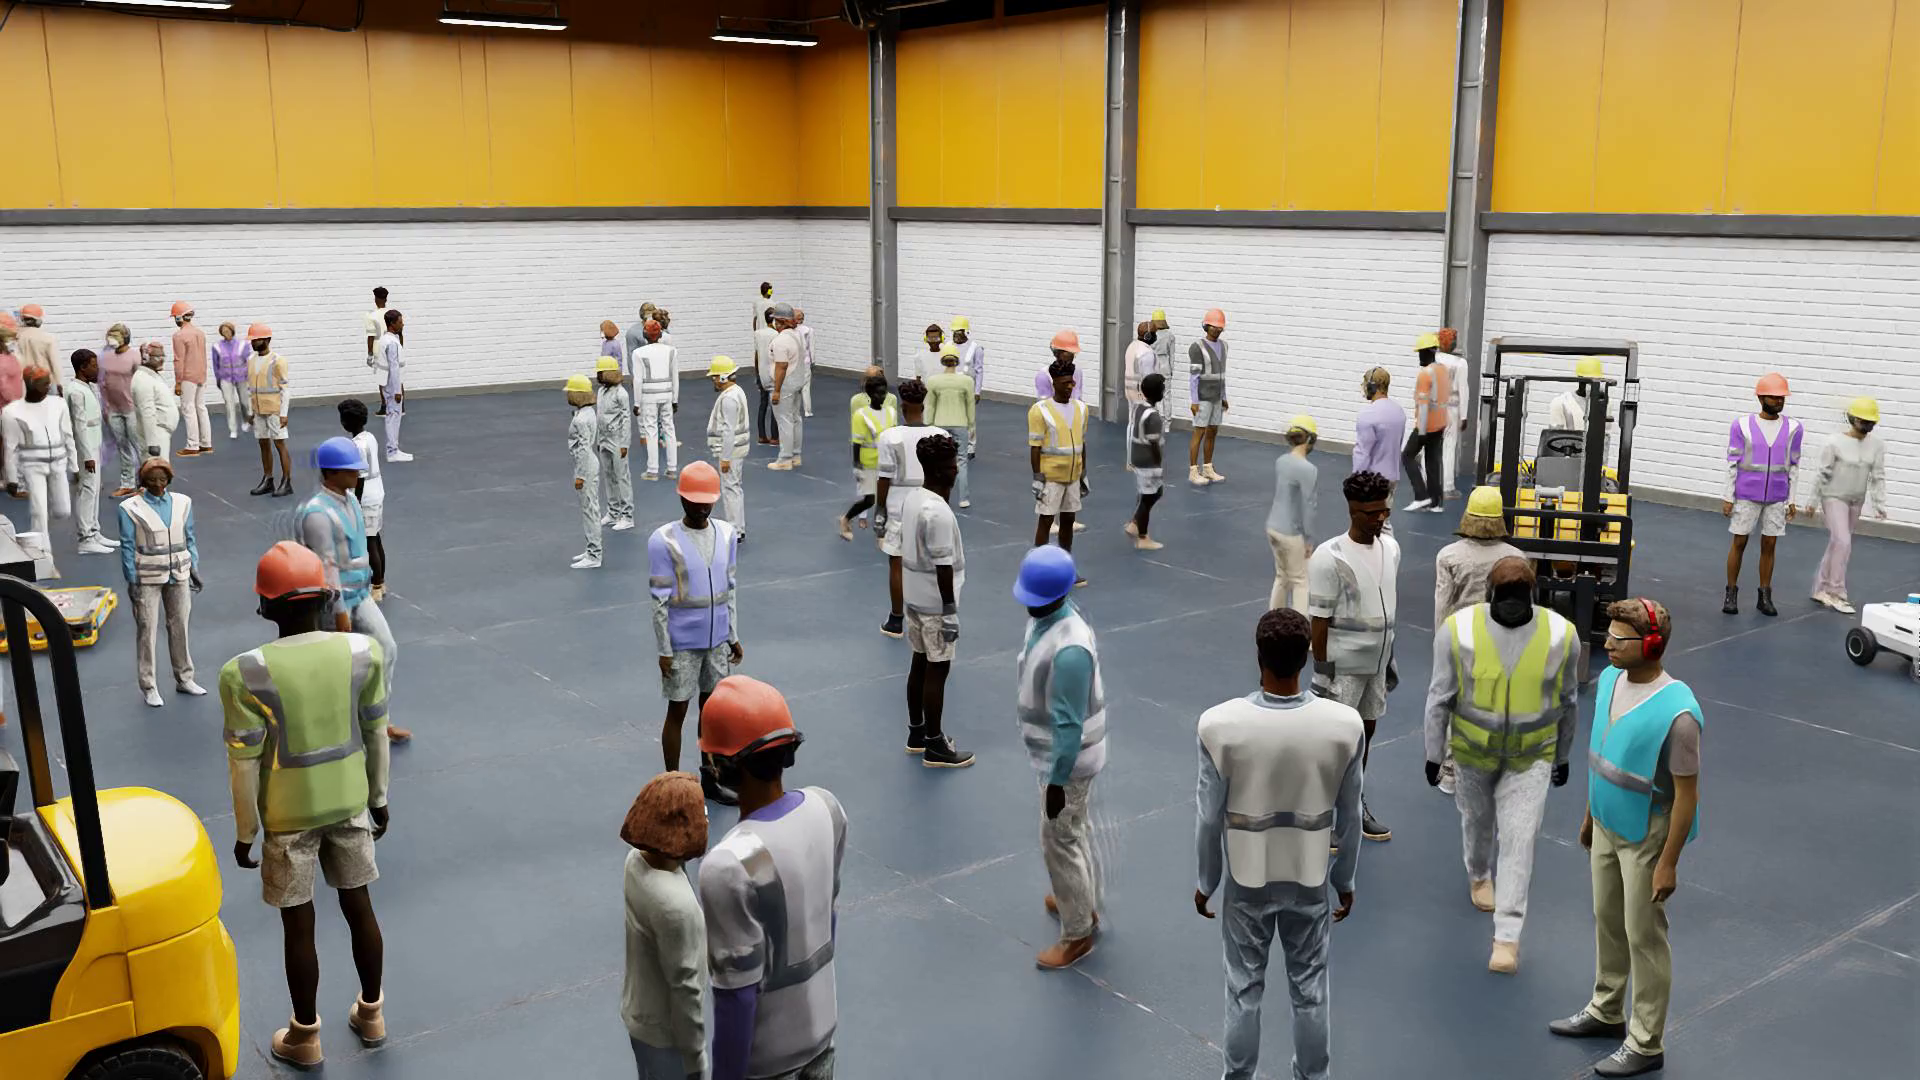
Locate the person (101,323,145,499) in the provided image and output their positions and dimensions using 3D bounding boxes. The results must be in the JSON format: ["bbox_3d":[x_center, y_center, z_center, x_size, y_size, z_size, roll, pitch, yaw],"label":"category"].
[{"bbox_3d":[-9.149,-1.403,18.269,0.634,1.939,0.361,4,12,20],"label":"person"}]

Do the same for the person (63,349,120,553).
[{"bbox_3d":[-8.182,-0.829,15.565,0.397,1.912,0.591,-4,12,-20],"label":"person"}]

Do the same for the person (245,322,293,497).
[{"bbox_3d":[-7.696,-1.445,18.462,0.551,1.937,0.357,5,13,21],"label":"person"}]

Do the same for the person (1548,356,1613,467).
[{"bbox_3d":[5.538,-0.688,14.871,0.583,1.918,0.407,-2,12,-10],"label":"person"}]

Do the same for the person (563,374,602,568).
[{"bbox_3d":[-3.389,-0.622,14.960,0.289,1.746,0.487,-2,12,-8],"label":"person"}]

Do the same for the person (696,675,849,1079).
[{"bbox_3d":[-0.546,1.369,4.633,0.395,2.039,0.607,5,13,24],"label":"person"}]

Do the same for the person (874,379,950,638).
[{"bbox_3d":[-0.356,-0.233,12.579,0.621,1.952,0.384,-6,13,-25],"label":"person"}]

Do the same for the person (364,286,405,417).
[{"bbox_3d":[-8.683,-2.840,25.129,0.374,1.966,0.608,11,16,43],"label":"person"}]

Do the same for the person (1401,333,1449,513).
[{"bbox_3d":[4.890,-1.218,17.481,0.479,1.895,0.586,11,16,42],"label":"person"}]

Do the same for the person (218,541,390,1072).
[{"bbox_3d":[-2.477,1.009,6.346,0.607,2.048,0.367,-10,16,-41],"label":"person"}]

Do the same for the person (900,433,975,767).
[{"bbox_3d":[-0.148,0.349,9.740,0.361,1.962,0.613,-4,13,-20],"label":"person"}]

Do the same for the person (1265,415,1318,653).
[{"bbox_3d":[2.473,-0.056,12.257,0.387,1.729,0.542,-4,12,-17],"label":"person"}]

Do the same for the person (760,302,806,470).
[{"bbox_3d":[-2.176,-1.884,20.336,0.537,2.000,0.682,3,12,16],"label":"person"}]

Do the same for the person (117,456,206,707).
[{"bbox_3d":[-5.254,0.261,10.954,0.311,1.639,0.512,8,14,34],"label":"person"}]

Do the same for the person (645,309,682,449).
[{"bbox_3d":[-3.954,-2.134,22.018,0.516,1.843,0.326,9,15,37],"label":"person"}]

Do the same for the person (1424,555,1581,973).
[{"bbox_3d":[2.411,0.916,7.444,0.651,1.795,0.922,4,12,17],"label":"person"}]

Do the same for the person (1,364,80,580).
[{"bbox_3d":[-8.124,-0.625,14.676,0.755,1.864,0.602,8,14,34],"label":"person"}]

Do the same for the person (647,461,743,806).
[{"bbox_3d":[-1.398,0.527,8.956,0.544,1.933,0.376,-11,16,-42],"label":"person"}]

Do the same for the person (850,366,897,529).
[{"bbox_3d":[-0.857,-0.934,16.724,0.507,1.636,0.274,-5,13,-23],"label":"person"}]

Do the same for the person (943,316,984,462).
[{"bbox_3d":[0.004,-1.900,20.917,0.594,1.832,0.404,7,13,29],"label":"person"}]

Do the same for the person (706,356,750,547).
[{"bbox_3d":[-2.208,-0.847,15.880,0.403,1.817,0.601,-1,12,-3],"label":"person"}]

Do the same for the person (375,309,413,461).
[{"bbox_3d":[-7.143,-1.939,20.935,0.392,1.911,0.583,-6,13,-25],"label":"person"}]

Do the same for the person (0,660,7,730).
[{"bbox_3d":[-6.149,0.272,10.161,0.406,1.945,0.611,5,13,23],"label":"person"}]

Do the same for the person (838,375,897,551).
[{"bbox_3d":[-0.838,-0.718,15.592,0.579,1.677,0.536,11,16,43],"label":"person"}]

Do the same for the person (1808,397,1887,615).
[{"bbox_3d":[7.145,-0.280,13.310,0.538,1.734,0.685,-3,12,-13],"label":"person"}]

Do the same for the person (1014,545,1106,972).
[{"bbox_3d":[0.435,0.912,7.187,0.496,1.895,0.751,-1,12,-5],"label":"person"}]

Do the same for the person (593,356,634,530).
[{"bbox_3d":[-3.494,-0.976,16.671,0.307,1.743,0.494,-11,16,-44],"label":"person"}]

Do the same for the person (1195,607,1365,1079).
[{"bbox_3d":[1.109,1.178,5.845,0.593,1.920,0.392,0,12,-1],"label":"person"}]

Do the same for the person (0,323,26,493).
[{"bbox_3d":[-10.718,-1.491,18.726,0.550,1.925,0.384,10,15,40],"label":"person"}]

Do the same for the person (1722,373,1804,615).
[{"bbox_3d":[6.369,-0.362,13.220,0.552,1.942,0.342,2,12,11],"label":"person"}]

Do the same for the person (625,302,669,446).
[{"bbox_3d":[-4.140,-2.213,22.212,0.636,1.928,0.386,-9,15,-38],"label":"person"}]
